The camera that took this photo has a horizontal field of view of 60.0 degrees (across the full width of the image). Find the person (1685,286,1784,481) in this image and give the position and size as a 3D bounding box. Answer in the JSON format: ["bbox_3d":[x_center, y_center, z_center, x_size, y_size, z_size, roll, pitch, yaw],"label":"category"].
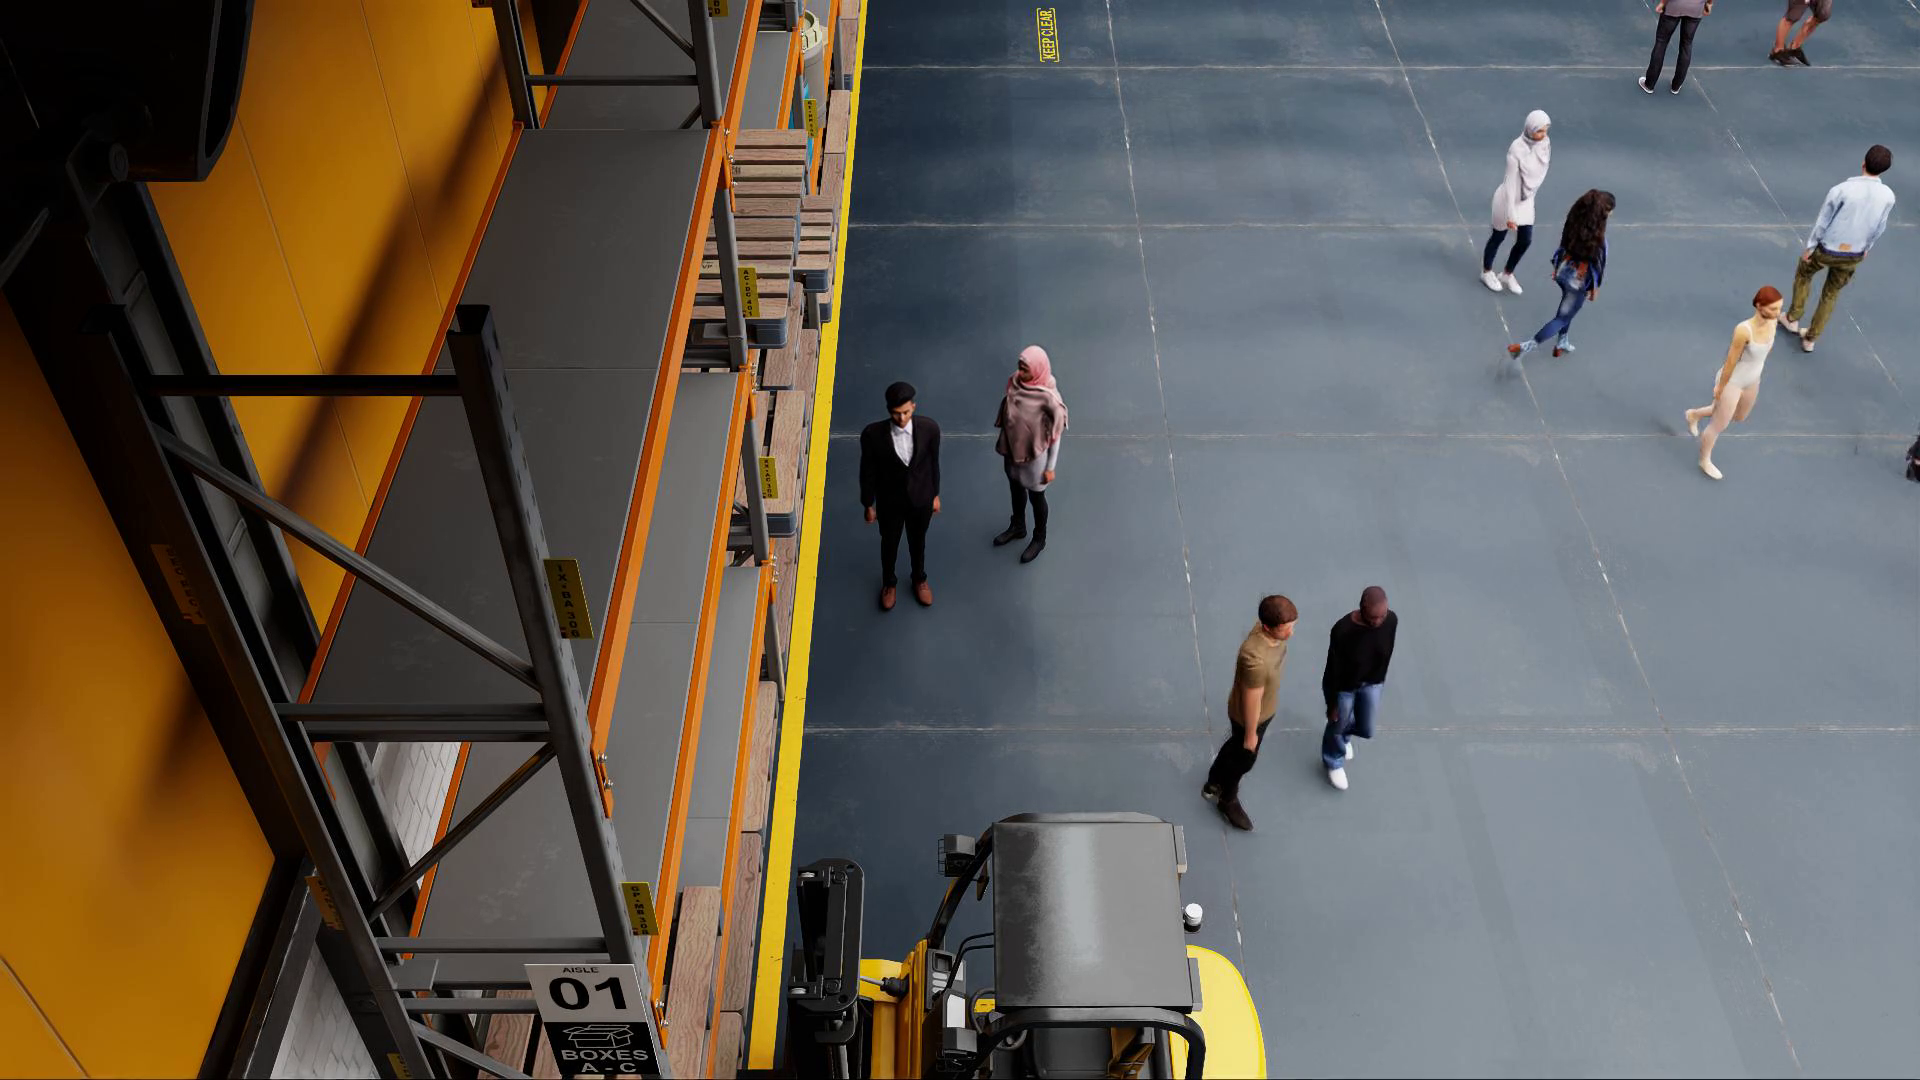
[{"bbox_3d":[5.705,-1.225,12.342,0.746,1.634,0.871,-20,47,-20],"label":"person"}]

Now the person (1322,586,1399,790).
[{"bbox_3d":[2.340,0.821,10.124,0.690,1.732,0.740,-13,45,-13],"label":"person"}]

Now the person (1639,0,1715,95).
[{"bbox_3d":[7.195,-5.317,16.482,0.701,1.850,0.576,5,44,6],"label":"person"}]

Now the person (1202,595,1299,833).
[{"bbox_3d":[1.732,0.965,9.892,0.861,1.843,0.746,12,45,13],"label":"person"}]

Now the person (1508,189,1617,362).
[{"bbox_3d":[4.822,-2.029,13.207,0.923,1.607,1.014,-16,46,-16],"label":"person"}]

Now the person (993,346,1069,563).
[{"bbox_3d":[0.479,-0.603,11.568,0.733,1.803,0.791,34,53,30],"label":"person"}]

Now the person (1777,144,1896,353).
[{"bbox_3d":[7.055,-2.283,13.336,0.754,1.795,0.768,7,44,7],"label":"person"}]

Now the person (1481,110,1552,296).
[{"bbox_3d":[4.604,-2.881,13.992,0.763,1.756,0.795,-19,47,-19],"label":"person"}]

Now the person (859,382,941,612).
[{"bbox_3d":[-0.380,-0.310,11.201,0.746,1.883,0.627,-8,44,-9],"label":"person"}]

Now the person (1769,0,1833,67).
[{"bbox_3d":[8.614,-5.739,16.927,0.806,1.848,0.833,-23,48,-22],"label":"person"}]
